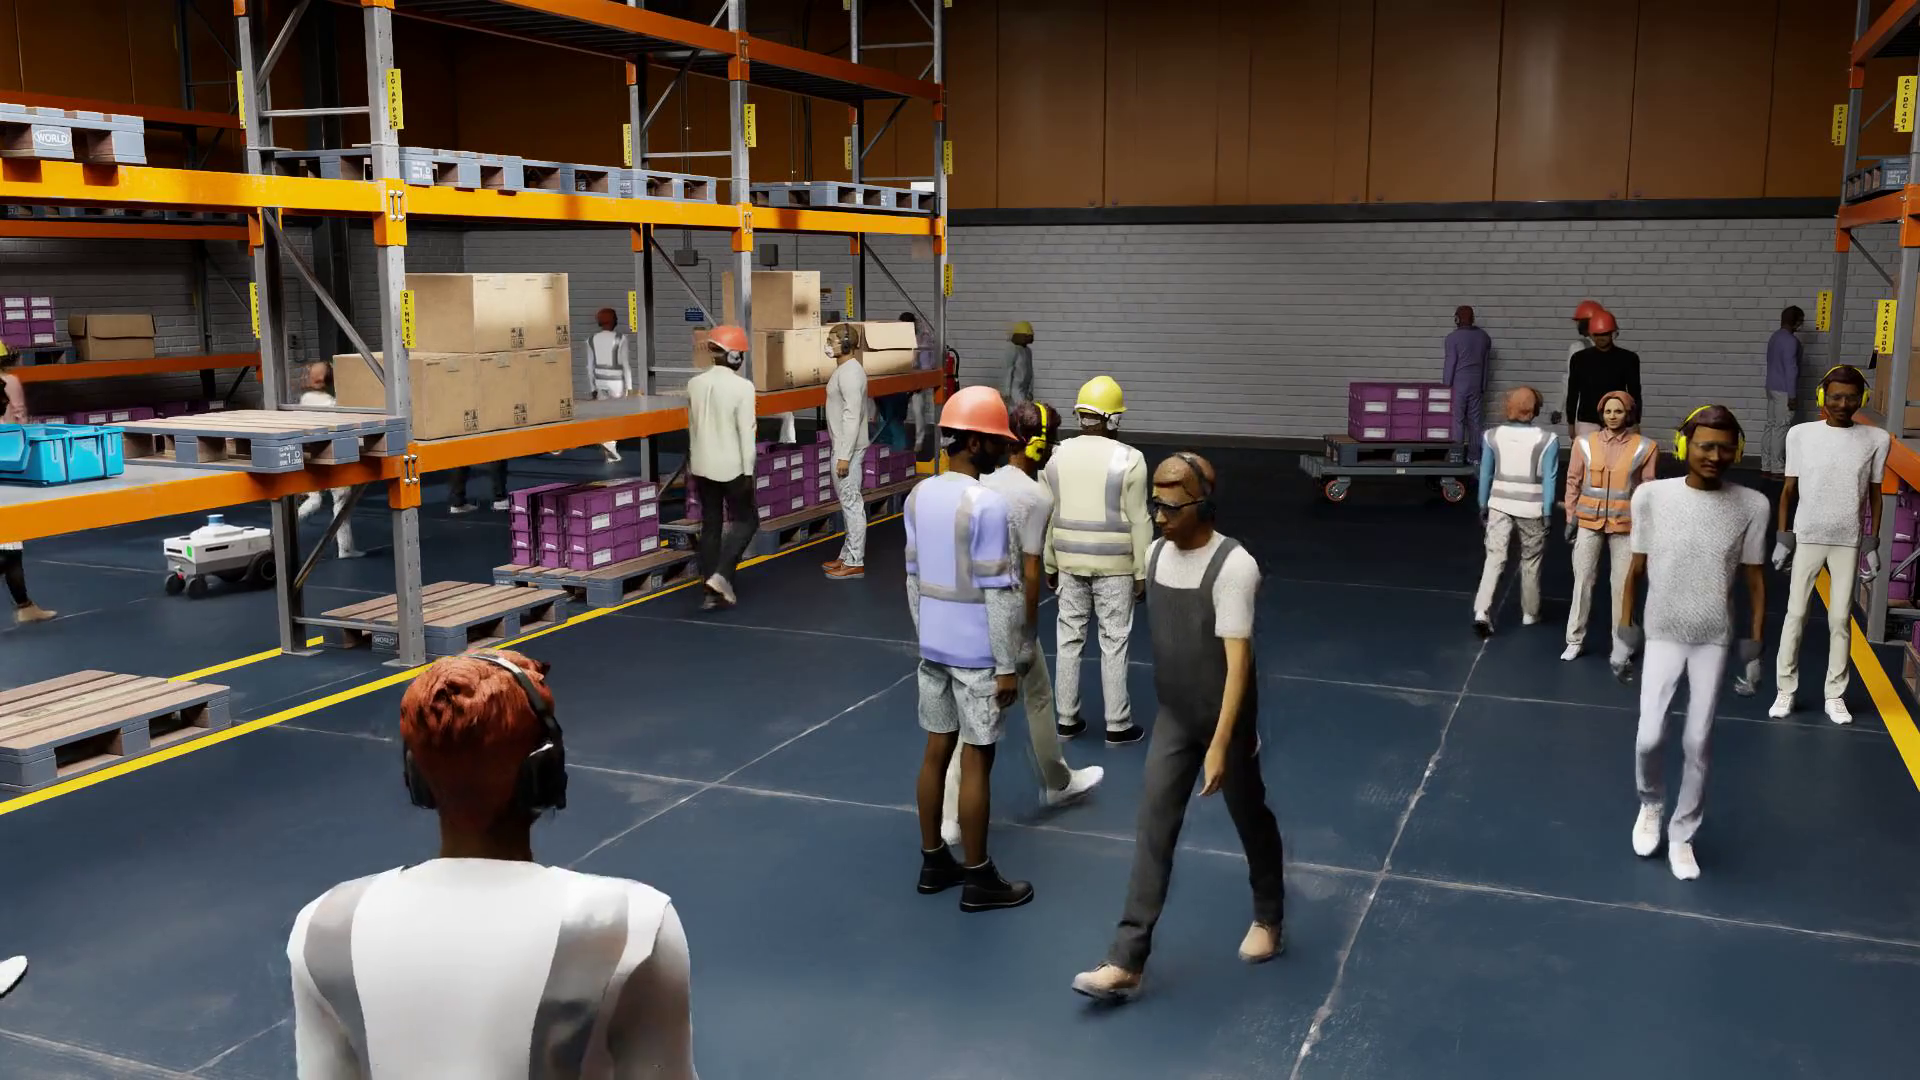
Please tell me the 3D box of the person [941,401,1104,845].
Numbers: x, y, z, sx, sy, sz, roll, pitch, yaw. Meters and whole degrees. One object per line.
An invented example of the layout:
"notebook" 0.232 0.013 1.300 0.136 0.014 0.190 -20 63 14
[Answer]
"person" 0.243 0.326 6.971 0.542 1.804 0.981 8 12 40

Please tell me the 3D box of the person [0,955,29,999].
"person" -3.384 0.641 4.886 0.673 1.855 0.960 8 13 41

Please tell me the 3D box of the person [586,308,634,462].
"person" -4.204 -1.854 19.993 0.596 1.866 0.452 3 10 19

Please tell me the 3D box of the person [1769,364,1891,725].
"person" 4.504 0.023 8.636 0.509 1.867 0.328 4 10 22

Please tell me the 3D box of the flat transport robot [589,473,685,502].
"flat transport robot" -3.108 -0.495 16.590 0.652 0.197 1.431 9 13 44

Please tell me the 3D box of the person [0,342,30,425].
"person" -8.374 -0.867 14.437 0.546 1.737 0.809 7 12 36

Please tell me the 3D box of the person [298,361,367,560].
"person" -5.108 -0.613 13.231 0.515 1.616 0.658 5 11 30

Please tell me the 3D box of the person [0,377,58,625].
"person" -6.239 -0.221 10.688 0.533 1.674 0.767 6 11 30

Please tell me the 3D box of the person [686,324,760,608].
"person" -1.632 -0.495 11.463 0.633 1.974 0.442 5 11 27

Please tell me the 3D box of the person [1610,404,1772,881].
"person" 2.808 0.400 6.403 0.551 1.847 0.397 3 10 18

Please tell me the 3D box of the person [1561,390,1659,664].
"person" 3.857 -0.072 9.887 0.513 1.642 0.313 5 11 27

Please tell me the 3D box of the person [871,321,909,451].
"person" -0.792 -1.426 17.641 0.857 1.807 0.571 5 10 26

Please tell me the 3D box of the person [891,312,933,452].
"person" -0.665 -1.955 20.844 0.634 1.782 0.951 3 10 19

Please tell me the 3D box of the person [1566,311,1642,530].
"person" 5.739 -1.049 14.837 0.633 1.964 0.668 3 10 20

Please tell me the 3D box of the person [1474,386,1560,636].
"person" 3.560 -0.190 10.710 0.524 1.606 0.829 7 12 36

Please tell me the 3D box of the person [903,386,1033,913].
"person" 0.033 0.399 6.157 0.375 1.931 0.542 -7 12 -37

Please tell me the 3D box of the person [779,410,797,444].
"person" -2.032 -1.794 20.392 0.528 1.600 0.739 -9 13 -43

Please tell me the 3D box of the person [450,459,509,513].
"person" -4.552 -1.197 15.983 0.842 1.872 0.733 -7 12 -35

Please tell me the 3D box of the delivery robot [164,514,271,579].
"delivery robot" -5.396 0.058 12.099 0.477 0.478 0.707 6 11 32

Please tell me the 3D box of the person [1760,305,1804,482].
"person" 9.078 -1.611 18.331 0.373 1.935 0.628 1 9 7

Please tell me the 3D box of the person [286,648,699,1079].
"person" -0.651 1.079 2.303 0.576 1.853 0.878 2 10 14

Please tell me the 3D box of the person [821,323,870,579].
"person" -0.873 -0.675 12.643 0.372 1.940 0.630 -1 9 -7

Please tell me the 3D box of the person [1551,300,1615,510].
"person" 6.056 -1.295 16.111 0.622 2.040 0.391 -7 12 -36

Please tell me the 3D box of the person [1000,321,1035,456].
"person" 0.667 -1.843 20.446 0.857 1.707 0.493 5 11 30

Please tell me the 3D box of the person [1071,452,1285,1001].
"person" 0.788 0.597 5.436 1.009 1.788 0.535 -8 13 -41

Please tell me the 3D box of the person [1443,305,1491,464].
"person" 5.926 -1.807 19.625 0.643 1.901 0.400 -4 10 -24

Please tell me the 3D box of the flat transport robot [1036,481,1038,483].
"flat transport robot" 0.649 -0.415 16.107 0.652 0.197 1.431 0 9 -1

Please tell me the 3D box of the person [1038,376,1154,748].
"person" 0.680 0.111 8.198 0.599 1.832 0.404 5 11 28
